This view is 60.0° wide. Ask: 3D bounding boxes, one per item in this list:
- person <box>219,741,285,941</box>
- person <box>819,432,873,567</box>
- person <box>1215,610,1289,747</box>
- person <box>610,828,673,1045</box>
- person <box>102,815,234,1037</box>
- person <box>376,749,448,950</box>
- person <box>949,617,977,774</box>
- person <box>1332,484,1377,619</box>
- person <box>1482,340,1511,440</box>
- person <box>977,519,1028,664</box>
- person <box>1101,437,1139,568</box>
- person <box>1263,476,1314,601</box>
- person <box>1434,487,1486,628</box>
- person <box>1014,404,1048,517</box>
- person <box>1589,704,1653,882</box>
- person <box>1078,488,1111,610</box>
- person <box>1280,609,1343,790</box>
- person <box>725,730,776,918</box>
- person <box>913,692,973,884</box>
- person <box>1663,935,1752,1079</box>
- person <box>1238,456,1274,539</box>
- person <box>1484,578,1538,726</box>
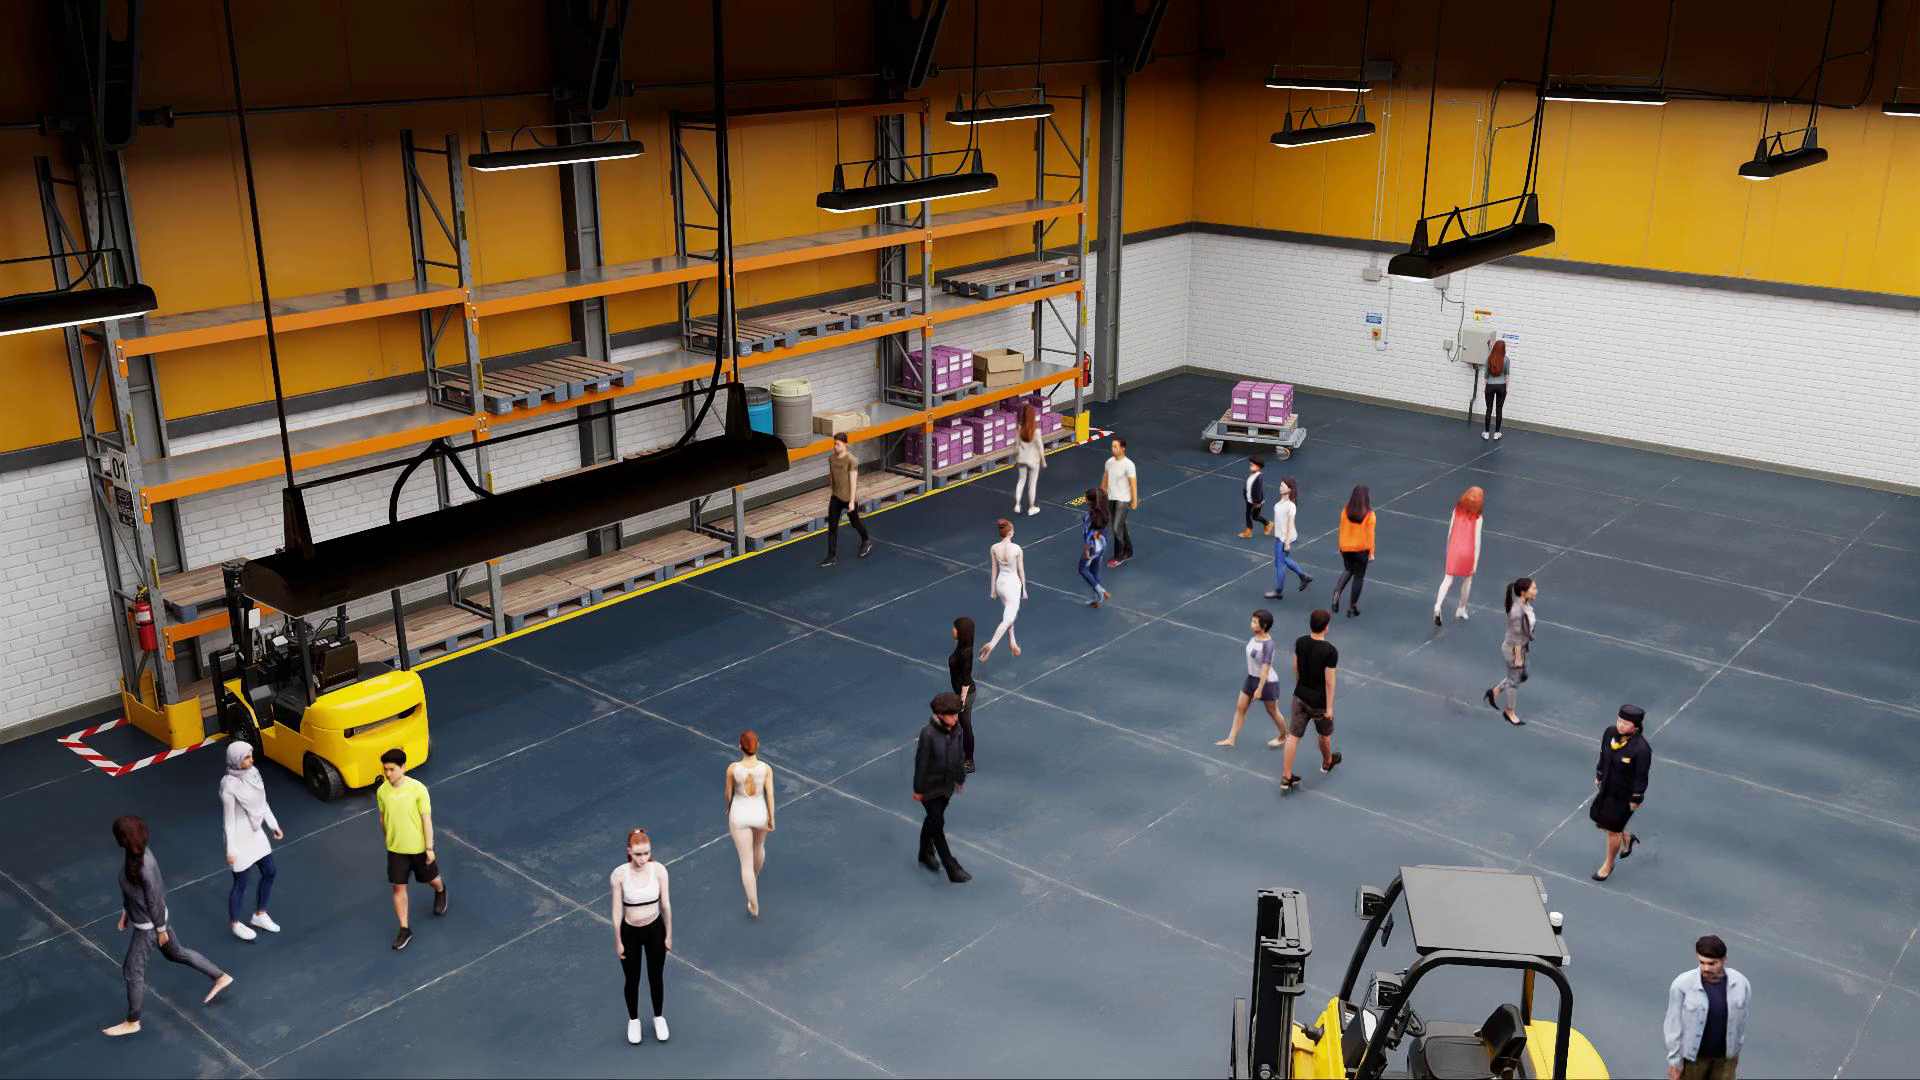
[{"bbox_3d":[-5.958,2.471,13.795,0.820,1.757,0.739,7,20,19],"label":"person"},{"bbox_3d":[-1.513,-0.572,22.742,0.815,1.814,1.285,10,21,28],"label":"person"},{"bbox_3d":[3.174,1.463,17.165,1.091,1.516,0.939,-5,19,-14],"label":"person"},{"bbox_3d":[-2.372,2.951,12.404,0.634,1.736,0.724,-5,19,-14],"label":"person"},{"bbox_3d":[-6.055,2.873,12.650,1.243,1.726,0.859,-12,22,-31],"label":"person"},{"bbox_3d":[-4.551,2.488,13.865,1.026,1.679,1.147,0,19,1],"label":"person"},{"bbox_3d":[0.046,1.540,16.743,0.693,1.640,0.637,-2,19,-6],"label":"person"},{"bbox_3d":[4.870,0.164,20.679,0.794,1.736,0.680,-16,24,-40],"label":"person"},{"bbox_3d":[9.326,-2.624,28.945,0.652,1.743,0.660,6,19,16],"label":"person"},{"bbox_3d":[0.494,0.647,19.205,0.600,1.761,1.083,14,23,35],"label":"person"},{"bbox_3d":[2.258,-0.548,22.723,0.880,1.780,0.738,-15,24,-38],"label":"person"},{"bbox_3d":[4.251,-0.002,21.281,0.960,1.666,0.931,1,19,2],"label":"person"},{"bbox_3d":[6.083,0.253,20.336,0.646,1.786,1.095,14,23,36],"label":"person"},{"bbox_3d":[0.993,-1.160,24.655,0.661,1.706,0.686,11,21,29],"label":"person"},{"bbox_3d":[5.884,2.216,14.699,0.943,1.662,0.878,-7,20,-20],"label":"person"},{"bbox_3d":[1.756,0.120,21.001,0.705,1.614,0.599,14,23,35],"label":"person"},{"bbox_3d":[3.392,1.592,16.315,0.737,1.815,1.188,17,25,42],"label":"person"},{"bbox_3d":[-1.790,2.431,14.177,1.034,1.588,0.977,-5,19,-15],"label":"person"},{"bbox_3d":[-0.259,2.141,14.810,0.989,1.735,0.806,-14,23,-35],"label":"person"},{"bbox_3d":[4.907,3.377,11.052,0.865,1.790,0.913,1,19,2],"label":"person"},{"bbox_3d":[4.259,-0.611,23.798,0.818,1.214,0.712,-5,19,-16],"label":"person"},{"bbox_3d":[5.859,1.181,17.770,0.746,1.665,0.694,10,21,27],"label":"person"}]
